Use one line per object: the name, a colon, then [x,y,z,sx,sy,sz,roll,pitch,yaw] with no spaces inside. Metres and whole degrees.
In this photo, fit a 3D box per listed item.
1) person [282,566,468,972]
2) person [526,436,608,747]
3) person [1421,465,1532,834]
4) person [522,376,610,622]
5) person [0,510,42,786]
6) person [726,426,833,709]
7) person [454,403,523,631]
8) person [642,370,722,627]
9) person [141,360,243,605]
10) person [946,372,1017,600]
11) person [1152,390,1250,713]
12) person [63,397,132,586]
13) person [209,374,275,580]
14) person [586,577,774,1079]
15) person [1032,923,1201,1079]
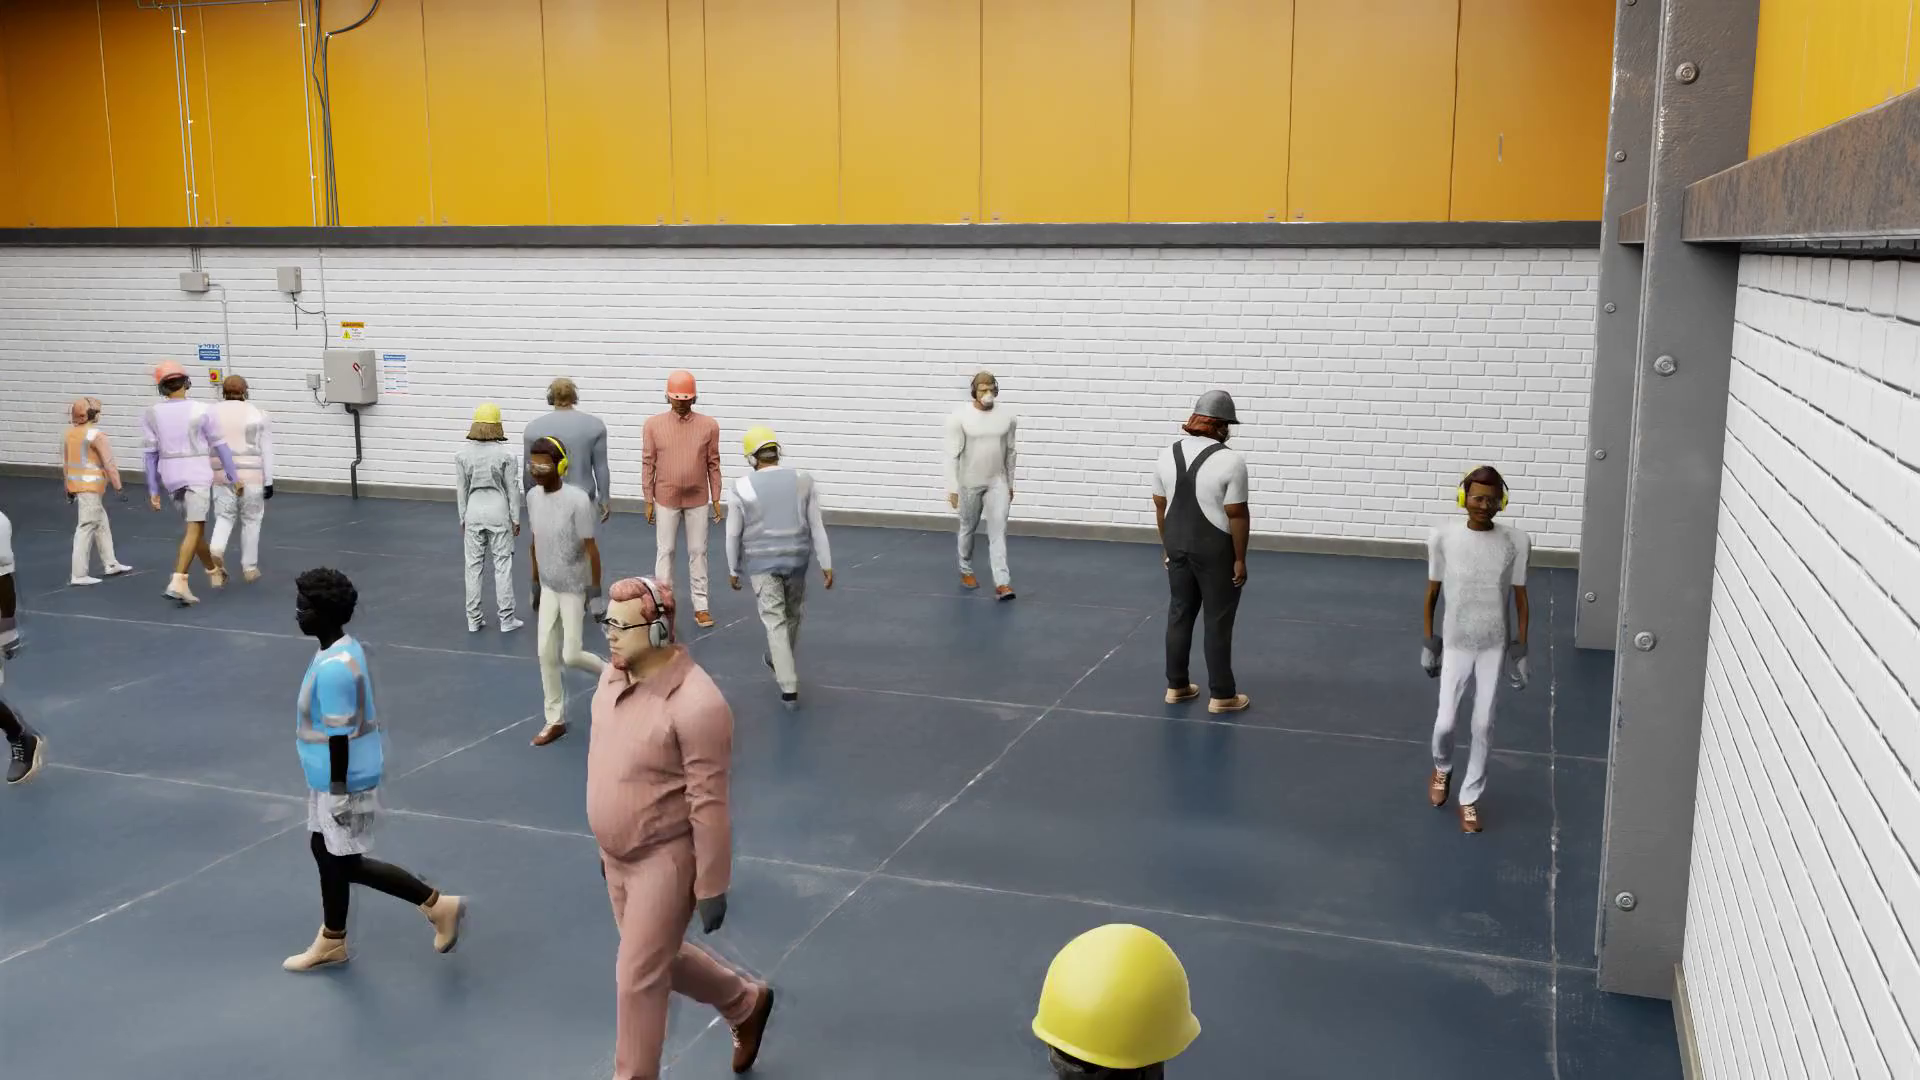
person: [-2.377,0.929,6.637,0.663,1.680,0.539,-3,11,-17]
person: [-2.289,0.276,9.846,0.580,1.839,0.633,6,12,31]
person: [2.597,0.534,8.354,0.516,1.852,0.447,2,10,12]
person: [-3.079,-0.326,12.986,0.642,1.913,0.831,-4,11,-20]
person: [-5.213,0.417,8.703,0.601,1.955,0.456,2,10,13]
person: [-1.197,0.149,10.747,0.648,1.763,0.911,-4,11,-23]
person: [-3.567,-0.168,12.629,0.483,1.737,0.322,0,10,0]
person: [-2.116,-0.307,12.706,0.611,1.985,0.393,-3,11,-17]
person: [-6.380,-0.482,13.708,0.679,1.986,1.045,1,10,3]
person: [0.189,-0.460,13.862,0.653,1.882,1.042,-3,11,-17]
person: [1.579,0.052,10.525,0.535,2.000,0.684,-9,14,-43]
person: [-7.478,-0.428,14.449,0.520,1.612,0.748,7,12,34]
person: [-6.265,-0.514,14.376,0.646,1.818,0.603,-1,10,-7]
person: [-0.962,1.028,5.507,0.826,1.880,0.645,-9,13,-40]
person: [0.161,1.528,2.629,0.592,1.900,0.810,7,12,34]
